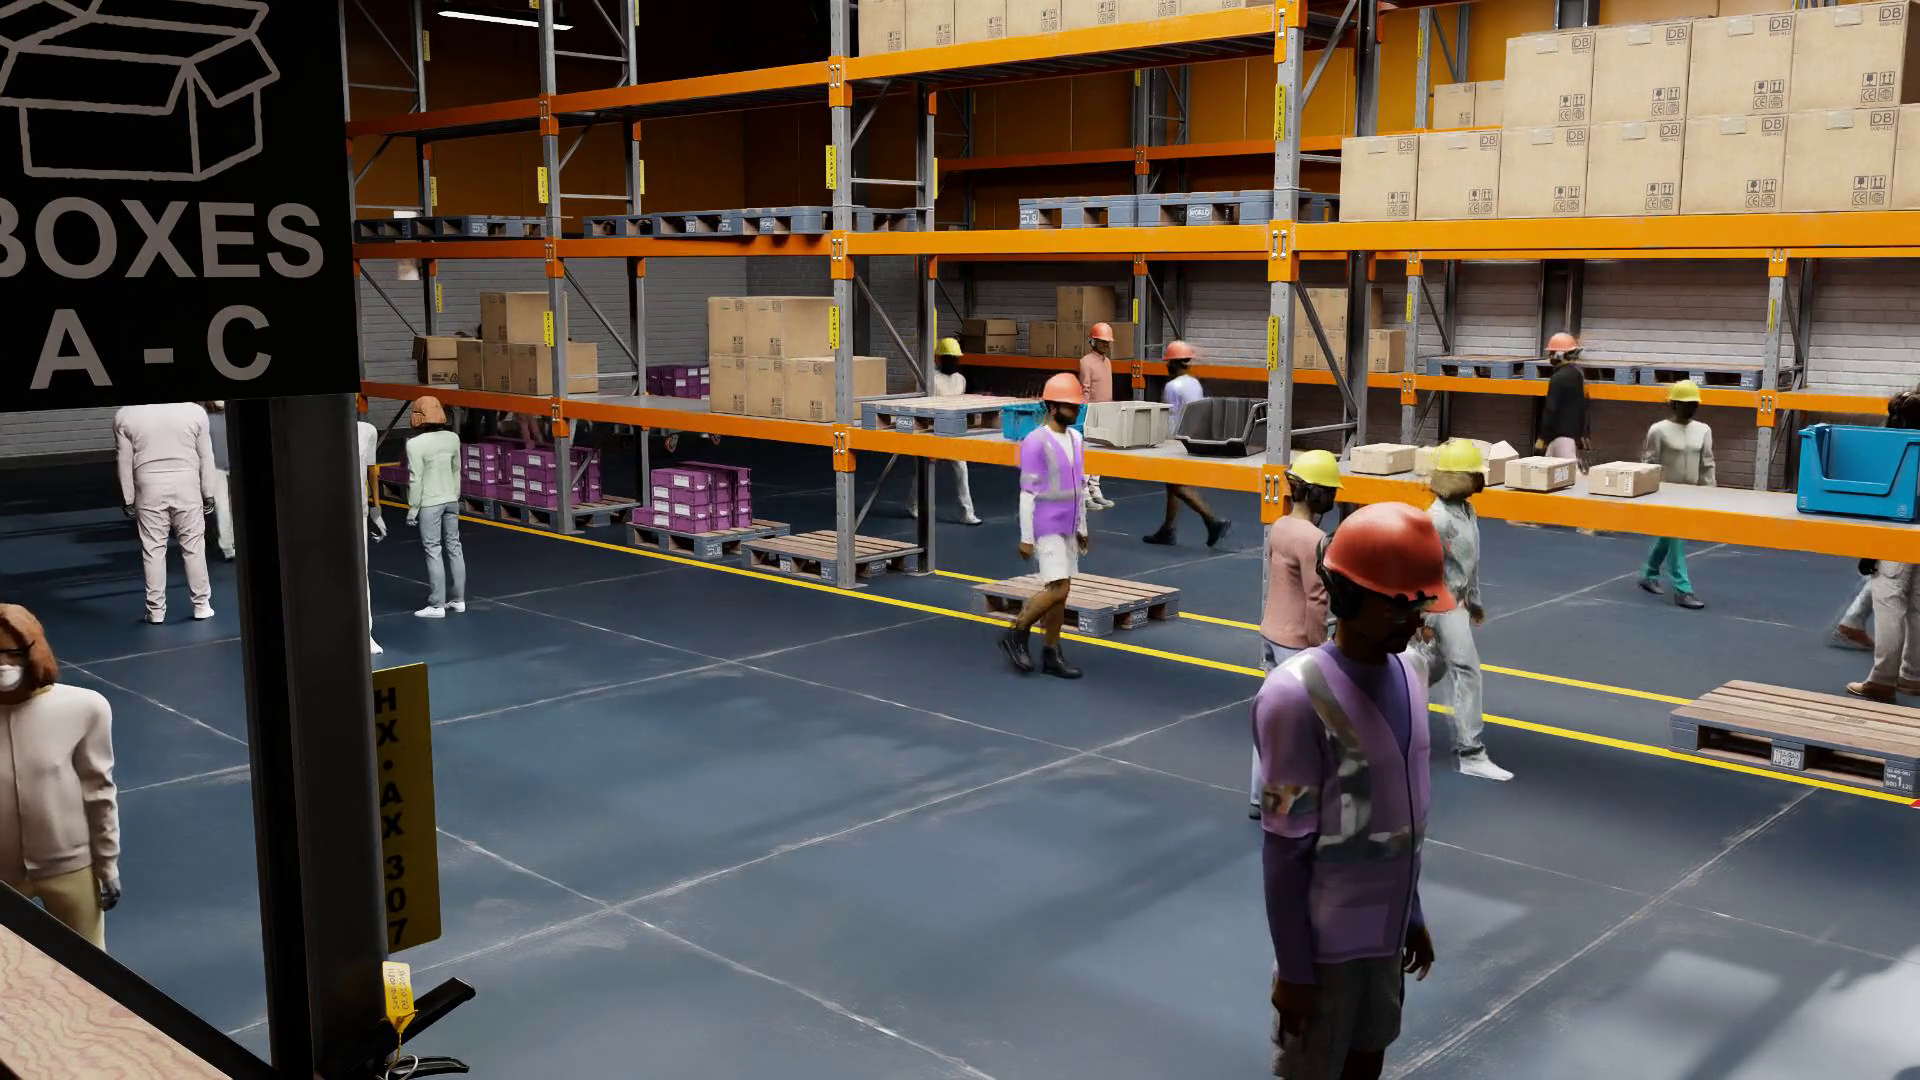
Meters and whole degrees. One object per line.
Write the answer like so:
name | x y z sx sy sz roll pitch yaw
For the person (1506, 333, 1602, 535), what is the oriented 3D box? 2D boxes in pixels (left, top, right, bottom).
person | 5.889 -1.035 16.158 1.018 1.952 0.650 7 12 37

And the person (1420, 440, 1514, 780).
person | 2.430 0.328 8.500 0.819 1.713 0.487 6 11 31

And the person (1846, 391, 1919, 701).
person | 5.582 0.037 9.893 0.624 1.845 0.430 -4 10 -25

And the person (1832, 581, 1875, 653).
person | 6.282 -0.143 10.859 1.000 1.895 0.642 6 11 34

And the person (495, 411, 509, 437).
person | -6.971 -2.351 24.988 0.534 1.681 0.387 2 9 10

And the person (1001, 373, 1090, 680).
person | 0.588 -0.079 10.349 0.464 1.925 0.543 6 11 35

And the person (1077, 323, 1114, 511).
person | 1.460 -1.314 17.724 0.392 1.990 0.612 6 11 31

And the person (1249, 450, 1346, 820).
person | 1.551 0.465 7.566 0.377 1.752 0.517 -1 9 -9

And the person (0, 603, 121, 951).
person | -2.690 0.975 4.806 0.492 1.626 0.284 -5 10 -27

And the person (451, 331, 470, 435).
person | -7.445 -2.305 24.899 0.518 1.630 0.328 -5 10 -27

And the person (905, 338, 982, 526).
person | -0.197 -1.096 16.759 0.599 1.881 0.997 -7 12 -38

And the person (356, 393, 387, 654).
person | -4.057 -0.153 10.968 0.515 1.873 0.329 -6 11 -33

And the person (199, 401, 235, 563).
person | -6.455 -0.606 14.653 0.502 1.575 0.900 -6 11 -32

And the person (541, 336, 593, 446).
person | -4.444 -1.392 18.726 0.547 1.828 0.974 -8 13 -42

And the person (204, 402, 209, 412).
person | -8.432 -1.436 19.178 0.618 1.759 0.882 -1 9 -6

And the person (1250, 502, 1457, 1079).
person | 0.943 0.914 3.930 0.389 2.034 0.605 9 13 43

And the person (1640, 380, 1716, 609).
person | 5.521 -0.376 12.798 0.538 1.718 0.902 -2 9 -12

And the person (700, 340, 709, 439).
person | -3.544 -2.470 25.150 0.896 1.882 0.609 -6 11 -32

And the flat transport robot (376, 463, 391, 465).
flat transport robot | -6.421 -0.827 19.995 1.431 0.197 0.652 -5 10 -28

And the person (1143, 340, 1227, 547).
person | 2.088 -0.861 15.203 0.851 1.910 0.580 7 11 36

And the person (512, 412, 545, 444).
person | -5.849 -2.006 22.369 0.471 1.870 0.685 0 9 -1

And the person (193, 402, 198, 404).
person | -9.461 -1.661 20.376 0.875 1.824 0.535 -4 10 -23

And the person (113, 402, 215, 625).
person | -5.722 -0.343 12.014 0.642 1.913 0.409 -5 10 -26

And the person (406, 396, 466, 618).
person | -3.869 -0.244 12.253 0.280 1.634 0.498 5 10 27

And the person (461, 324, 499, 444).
person | -6.169 -1.856 21.390 0.601 1.880 0.703 -7 12 -37
